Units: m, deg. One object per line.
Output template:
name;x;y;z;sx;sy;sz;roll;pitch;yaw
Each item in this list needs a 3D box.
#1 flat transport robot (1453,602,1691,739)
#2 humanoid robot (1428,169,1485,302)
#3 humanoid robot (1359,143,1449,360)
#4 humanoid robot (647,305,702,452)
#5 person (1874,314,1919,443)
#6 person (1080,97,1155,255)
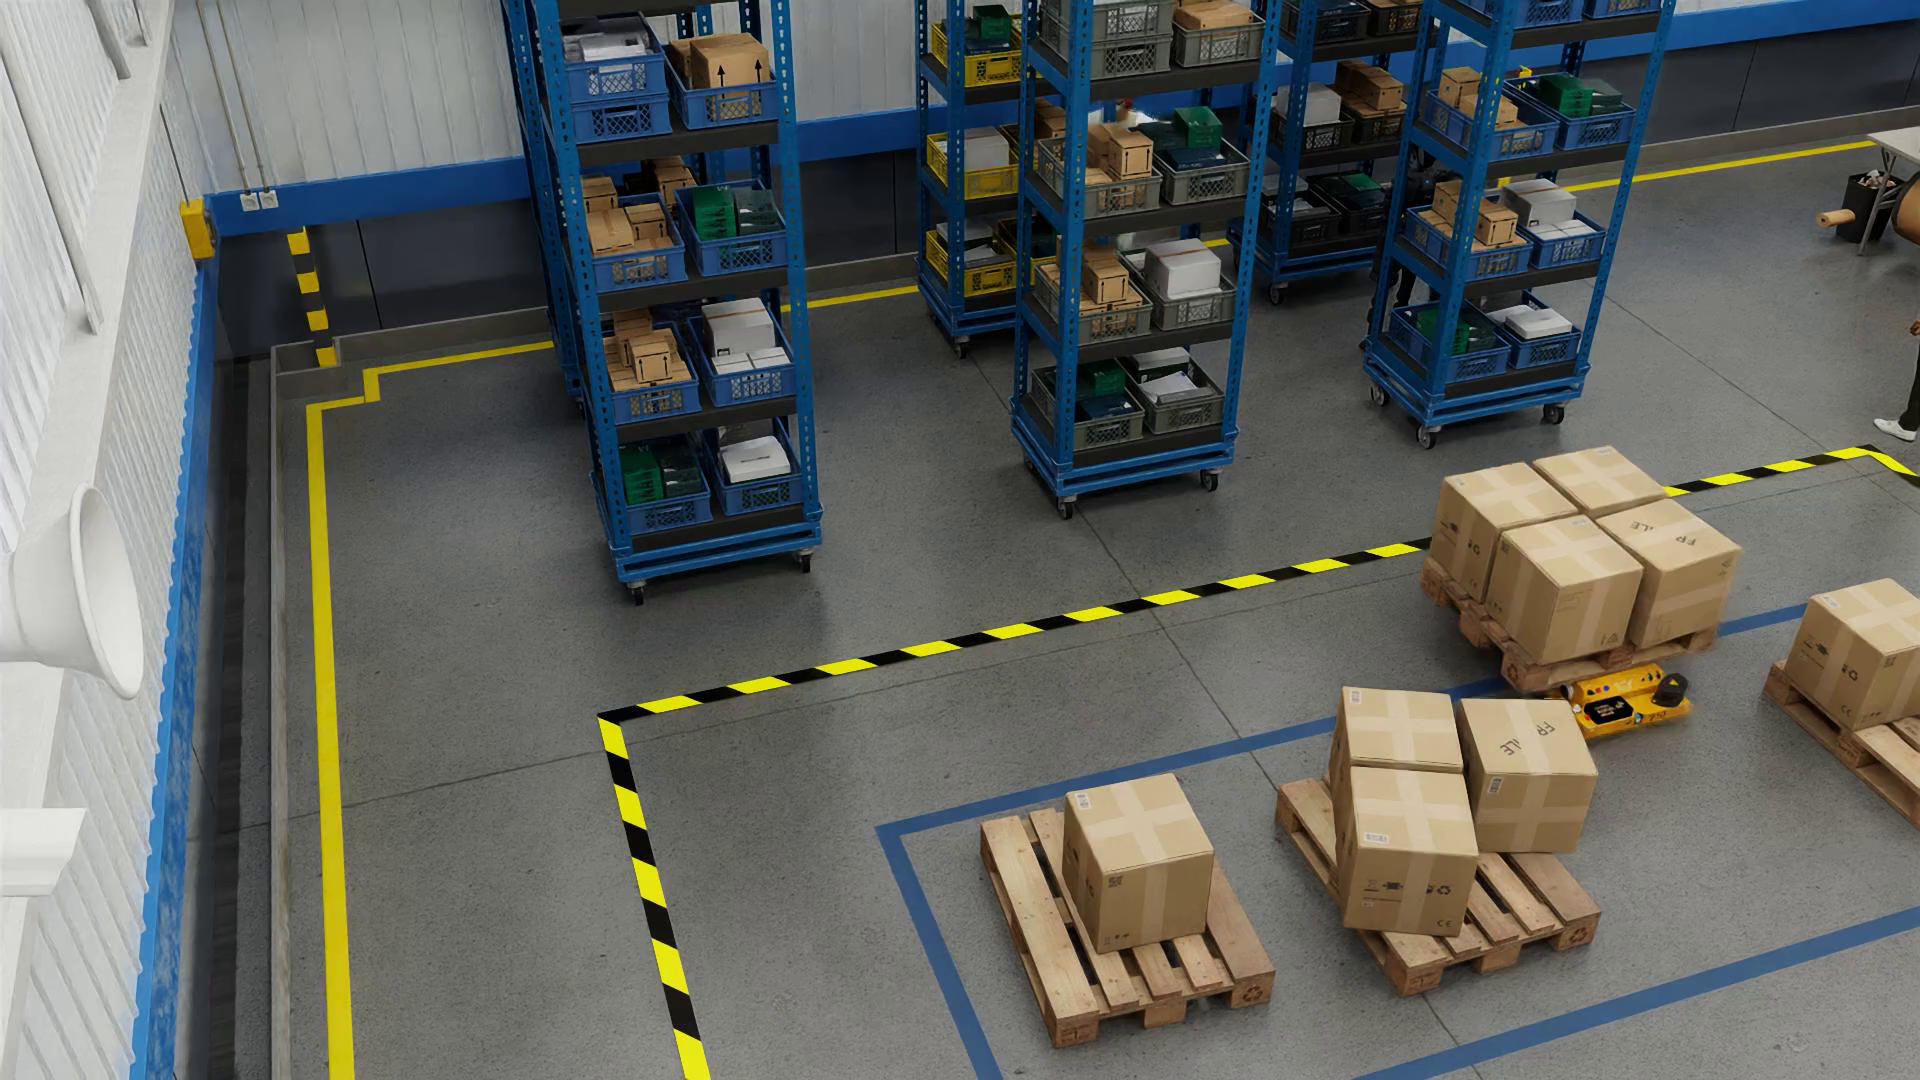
flat transport robot;3.347;0.524;9.289;0.652;0.197;1.431;-11;37;-15
humanoid robot;3.514;-2.134;11.893;0.485;1.642;0.601;18;39;24
humanoid robot;3.163;-2.082;11.772;0.599;1.657;0.315;-15;38;-20
humanoid robot;-2.017;-1.242;10.637;0.774;1.628;0.607;2;35;3
person;6.462;-1.496;10.802;0.588;1.852;0.374;-11;37;-15
person;1.148;-2.523;12.292;0.640;1.810;0.744;13;37;17
